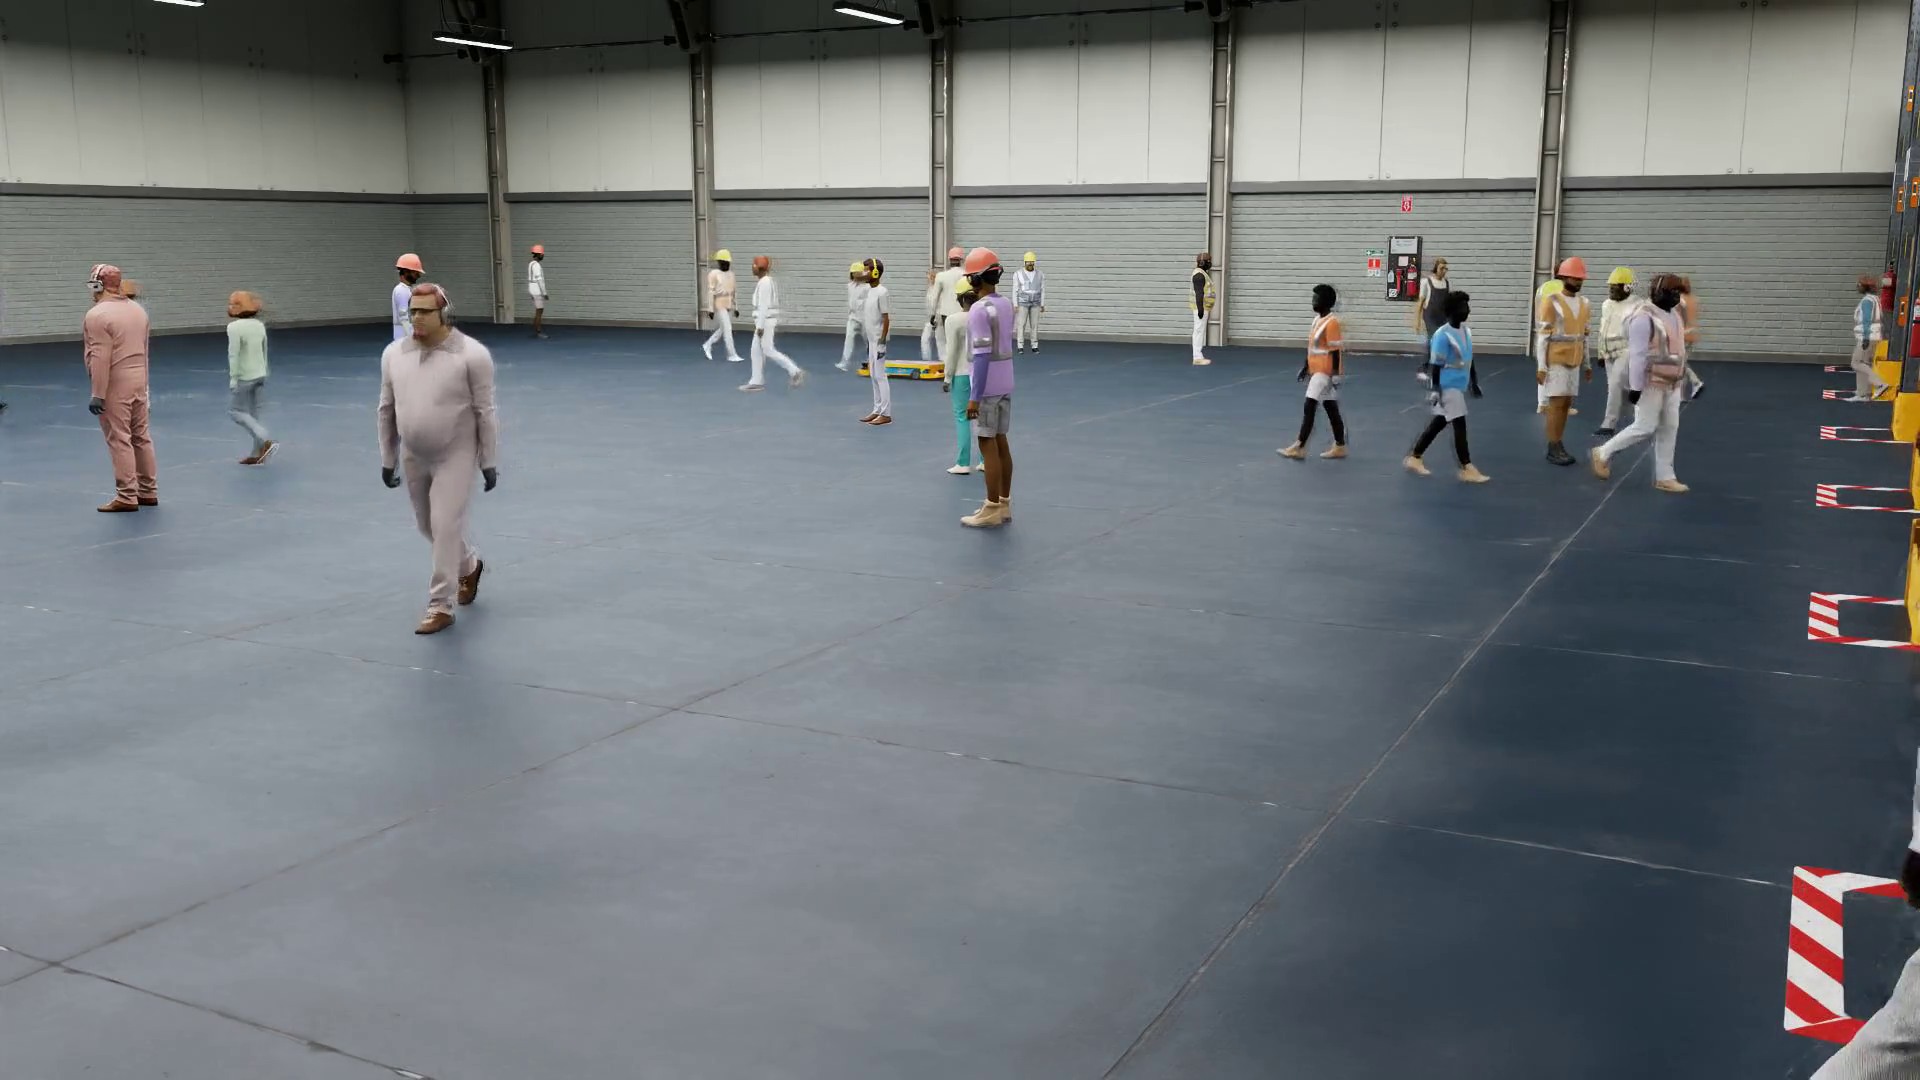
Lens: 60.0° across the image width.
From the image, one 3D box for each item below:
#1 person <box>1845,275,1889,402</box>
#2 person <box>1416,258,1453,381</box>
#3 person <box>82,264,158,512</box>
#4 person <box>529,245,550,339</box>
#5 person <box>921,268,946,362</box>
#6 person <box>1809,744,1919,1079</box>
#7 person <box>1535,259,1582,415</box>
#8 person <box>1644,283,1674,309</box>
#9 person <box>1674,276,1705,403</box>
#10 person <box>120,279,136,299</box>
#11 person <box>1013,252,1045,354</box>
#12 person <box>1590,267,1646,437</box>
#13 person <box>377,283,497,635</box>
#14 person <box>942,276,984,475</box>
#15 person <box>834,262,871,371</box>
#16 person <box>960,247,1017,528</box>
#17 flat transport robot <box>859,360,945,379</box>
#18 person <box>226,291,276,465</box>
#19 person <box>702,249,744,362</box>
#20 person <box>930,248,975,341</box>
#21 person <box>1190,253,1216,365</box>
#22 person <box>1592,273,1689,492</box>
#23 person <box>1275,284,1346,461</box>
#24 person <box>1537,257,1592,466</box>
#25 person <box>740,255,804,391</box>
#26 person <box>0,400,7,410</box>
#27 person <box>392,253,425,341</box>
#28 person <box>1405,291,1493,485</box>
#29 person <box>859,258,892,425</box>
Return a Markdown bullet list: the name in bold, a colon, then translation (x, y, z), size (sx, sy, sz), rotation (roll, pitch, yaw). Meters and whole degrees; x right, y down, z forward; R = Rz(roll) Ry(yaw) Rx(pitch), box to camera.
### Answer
- **person**: translation (11.551, -2.542, 21.121), size (0.427, 1.628, 0.521), rotation (6, 12, 31)
- **person**: translation (6.947, -3.181, 24.156), size (0.535, 1.789, 0.983), rotation (-4, 11, -19)
- **person**: translation (-6.537, -1.170, 12.881), size (0.401, 1.907, 0.648), rotation (1, 10, 7)
- **person**: translation (-8.675, -5.104, 34.275), size (0.388, 1.932, 0.560), rotation (-4, 11, -19)
- **person**: translation (-0.434, -3.355, 25.563), size (0.611, 1.616, 0.531), rotation (-4, 11, -20)
- **person**: translation (2.045, 0.635, 3.275), size (1.008, 1.840, 0.586), rotation (3, 11, 18)
- **person**: translation (7.150, -2.411, 19.823), size (0.429, 1.843, 0.633), rotation (-6, 12, -30)
- **person**: translation (8.536, -2.405, 20.403), size (0.520, 1.618, 0.374), rotation (-2, 11, -13)
- **person**: translation (9.190, -2.540, 21.107), size (0.544, 1.616, 0.414), rotation (-9, 14, -41)
- **person**: translation (-9.862, -2.267, 19.657), size (0.403, 1.612, 0.526), rotation (-1, 10, -7)
- **person**: translation (1.246, -4.265, 29.958), size (0.600, 1.831, 0.404), rotation (-3, 11, -14)
- **person**: translation (7.088, -1.997, 17.689), size (0.810, 1.806, 0.604), rotation (-4, 11, -19)
- **person**: translation (-2.861, -0.480, 9.203), size (0.655, 1.882, 0.873), rotation (2, 11, 12)
- **person**: translation (0.071, -1.467, 14.882), size (0.533, 1.767, 0.326), rotation (-7, 12, -33)
- **person**: translation (-1.615, -3.460, 25.903), size (0.511, 1.694, 0.878), rotation (7, 12, 32)
- **person**: translation (0.187, -1.103, 12.155), size (0.395, 2.039, 0.606), rotation (4, 11, 23)
- **flat transport robot**: translation (-0.752, -2.571, 24.984), size (1.431, 0.197, 0.652), rotation (7, 12, 33)
- **person**: translation (-6.556, -1.482, 15.337), size (0.385, 1.620, 0.528), rotation (2, 11, 13)
- **person**: translation (-4.060, -3.983, 28.253), size (0.878, 1.899, 0.596), rotation (6, 12, 30)
- **person**: translation (-0.098, -3.340, 24.625), size (0.623, 1.943, 1.021), rotation (-3, 11, -14)
- **person**: translation (4.016, -3.824, 27.526), size (0.429, 1.842, 0.637), rotation (2, 11, 12)
- **person**: translation (5.768, -1.319, 13.942), size (0.632, 1.824, 0.721), rotation (-8, 13, -39)
- **person**: translation (3.341, -1.580, 15.776), size (0.799, 1.666, 0.542), rotation (0, 10, 2)
- **person**: translation (5.657, -1.665, 15.521), size (0.554, 1.936, 0.397), rotation (-4, 11, -23)
- **person**: translation (-2.593, -2.963, 22.789), size (0.812, 1.861, 0.571), rotation (-2, 11, -10)
- **person**: translation (-11.054, -2.211, 18.518), size (0.466, 1.918, 0.563), rotation (-5, 11, -23)
- **person**: translation (-5.977, -2.143, 18.120), size (0.365, 1.932, 0.543), rotation (-4, 11, -21)
- **person**: translation (4.253, -1.334, 14.466), size (0.860, 1.657, 0.534), rotation (8, 13, 38)
- **person**: translation (-0.954, -2.232, 18.772), size (0.311, 1.869, 0.532), rotation (-4, 11, -19)
